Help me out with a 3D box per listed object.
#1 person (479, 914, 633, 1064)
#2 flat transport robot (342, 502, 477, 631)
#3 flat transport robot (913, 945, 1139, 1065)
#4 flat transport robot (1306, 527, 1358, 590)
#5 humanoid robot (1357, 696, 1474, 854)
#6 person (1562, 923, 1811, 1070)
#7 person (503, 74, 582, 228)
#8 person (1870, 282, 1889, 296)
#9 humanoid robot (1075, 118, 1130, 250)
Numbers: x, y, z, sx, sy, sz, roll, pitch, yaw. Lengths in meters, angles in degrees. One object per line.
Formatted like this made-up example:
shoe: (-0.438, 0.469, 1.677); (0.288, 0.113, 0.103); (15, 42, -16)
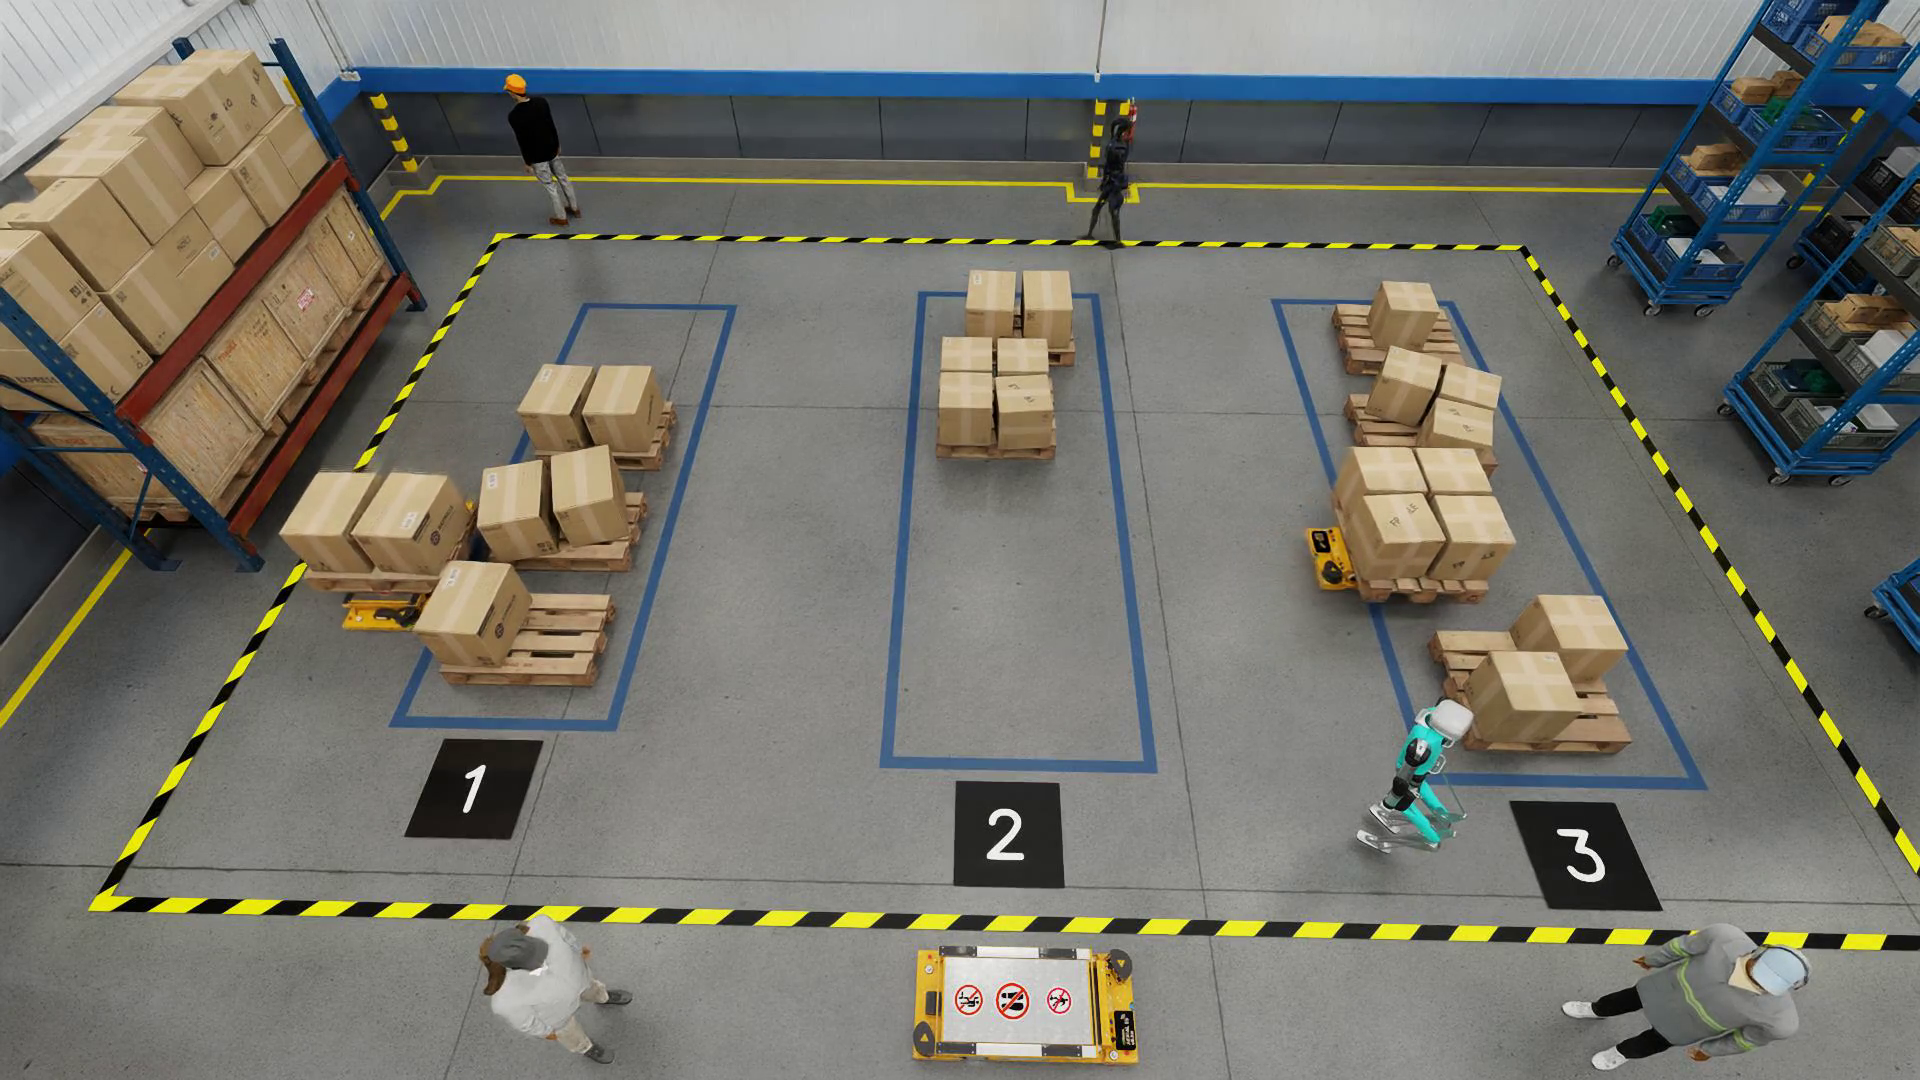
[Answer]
person: (-2.372, 2.632, 5.373); (0.399, 1.766, 0.560); (6, 51, 5)
flat transport robot: (-4.996, 0.178, 8.322); (0.652, 0.197, 1.431); (1, 51, 1)
flat transport robot: (0.422, 3.041, 6.007); (1.431, 0.231, 0.659); (1, 51, 1)
flat transport robot: (3.963, 0.143, 8.351); (1.431, 0.197, 0.652); (1, 51, 1)
humanoid robot: (3.143, 1.685, 6.082); (0.735, 1.671, 0.533); (35, 59, 25)
person: (4.171, 2.669, 5.287); (0.373, 1.852, 0.597); (-8, 51, -6)
person: (-5.178, -4.798, 11.355); (0.364, 1.885, 0.585); (23, 54, 17)
person: (10.320, -3.006, 9.859); (0.634, 1.938, 0.360); (2, 51, 1)
humanoid robot: (1.798, -4.250, 11.047); (0.602, 1.644, 0.588); (-7, 51, -5)
